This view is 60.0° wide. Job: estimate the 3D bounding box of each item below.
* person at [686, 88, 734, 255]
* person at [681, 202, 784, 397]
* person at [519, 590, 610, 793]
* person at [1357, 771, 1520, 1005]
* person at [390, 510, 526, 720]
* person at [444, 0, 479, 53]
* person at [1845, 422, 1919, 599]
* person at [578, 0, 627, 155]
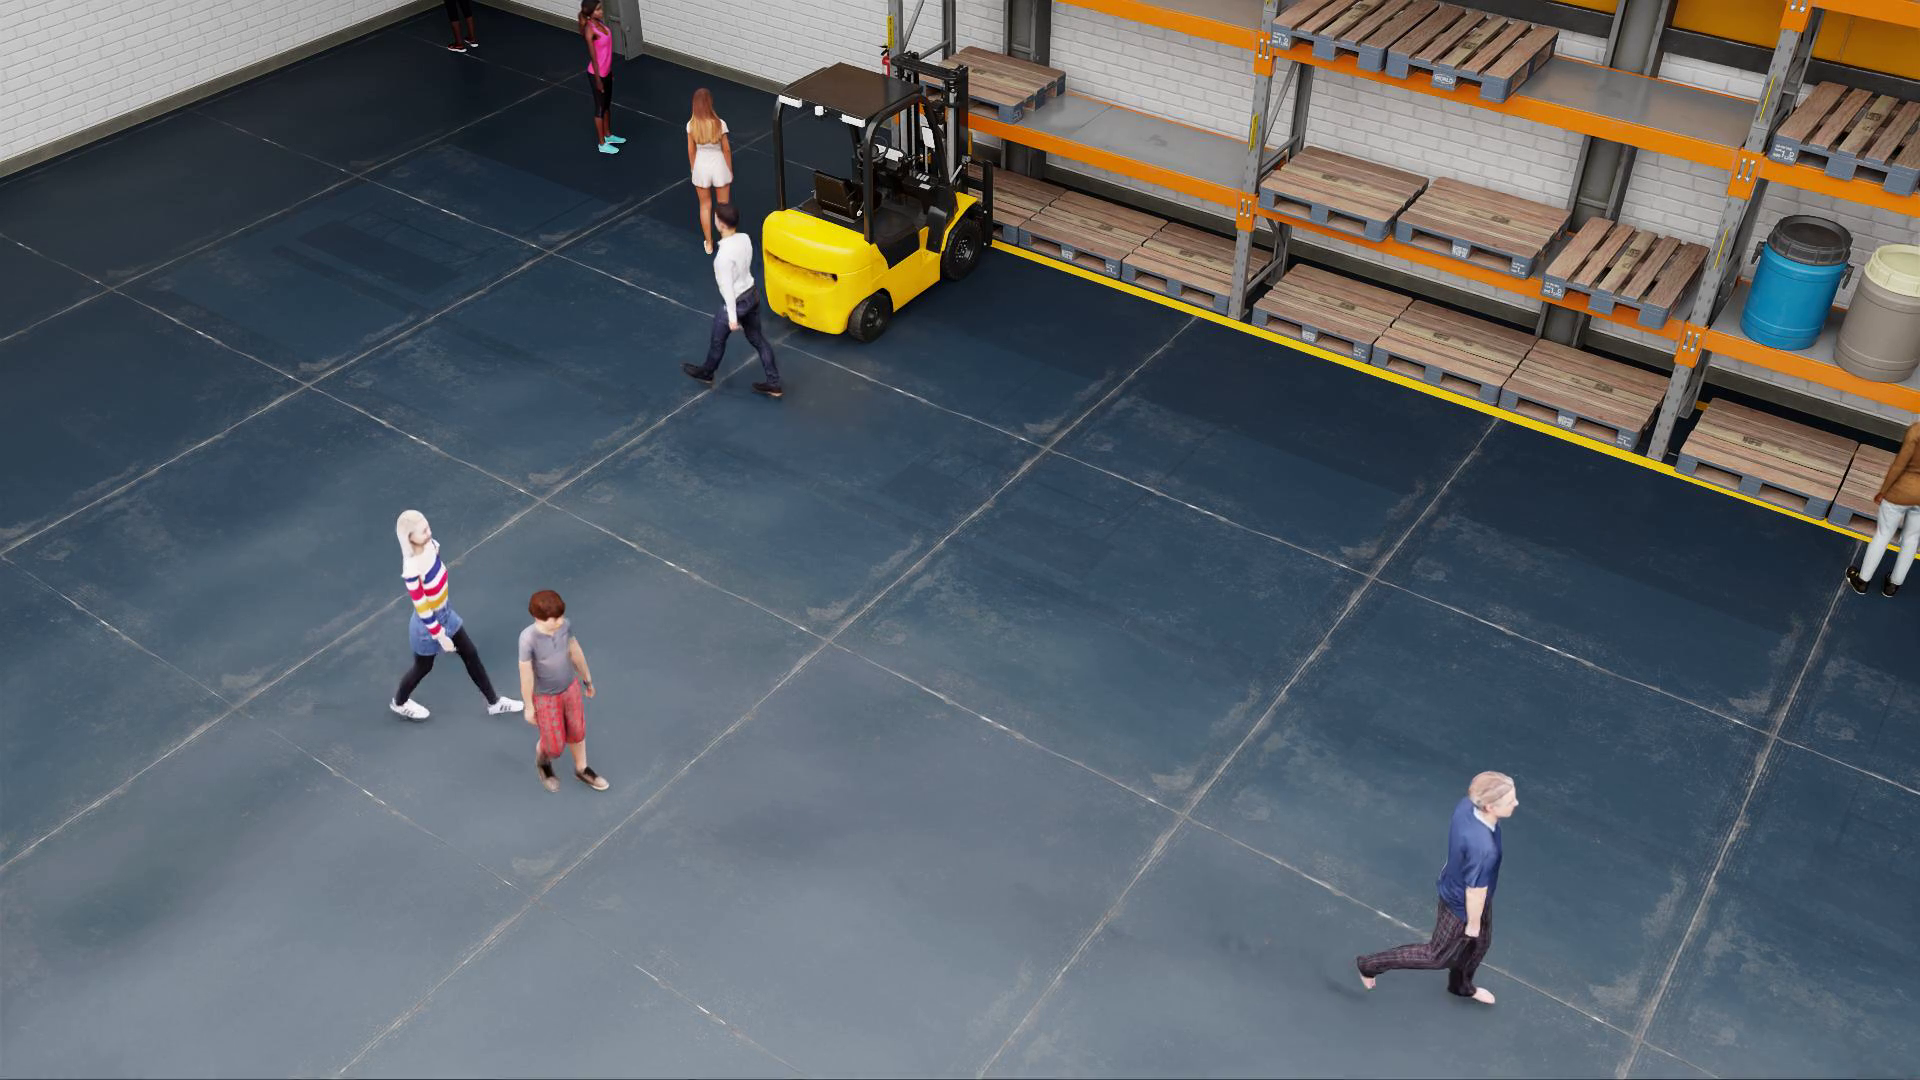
[{"bbox_3d":[-2.473,-3.651,16.478,0.648,1.694,0.723,-2,39,-3],"label":"person"},{"bbox_3d":[-1.825,-2.010,14.321,1.201,1.821,0.722,17,42,20],"label":"person"},{"bbox_3d":[-2.652,0.958,10.748,0.740,1.644,0.683,29,47,31],"label":"person"},{"bbox_3d":[2.719,1.988,9.296,1.149,1.845,0.895,9,40,11],"label":"person"},{"bbox_3d":[-3.625,0.566,11.143,1.267,1.763,1.042,4,39,5],"label":"person"},{"bbox_3d":[-6.277,-6.936,20.540,0.532,1.758,0.597,26,46,29],"label":"person"},{"bbox_3d":[7.027,-0.346,12.241,0.618,1.817,0.772,8,39,10],"label":"person"},{"bbox_3d":[-3.964,-5.137,18.316,0.666,1.722,0.643,7,39,9],"label":"person"}]
